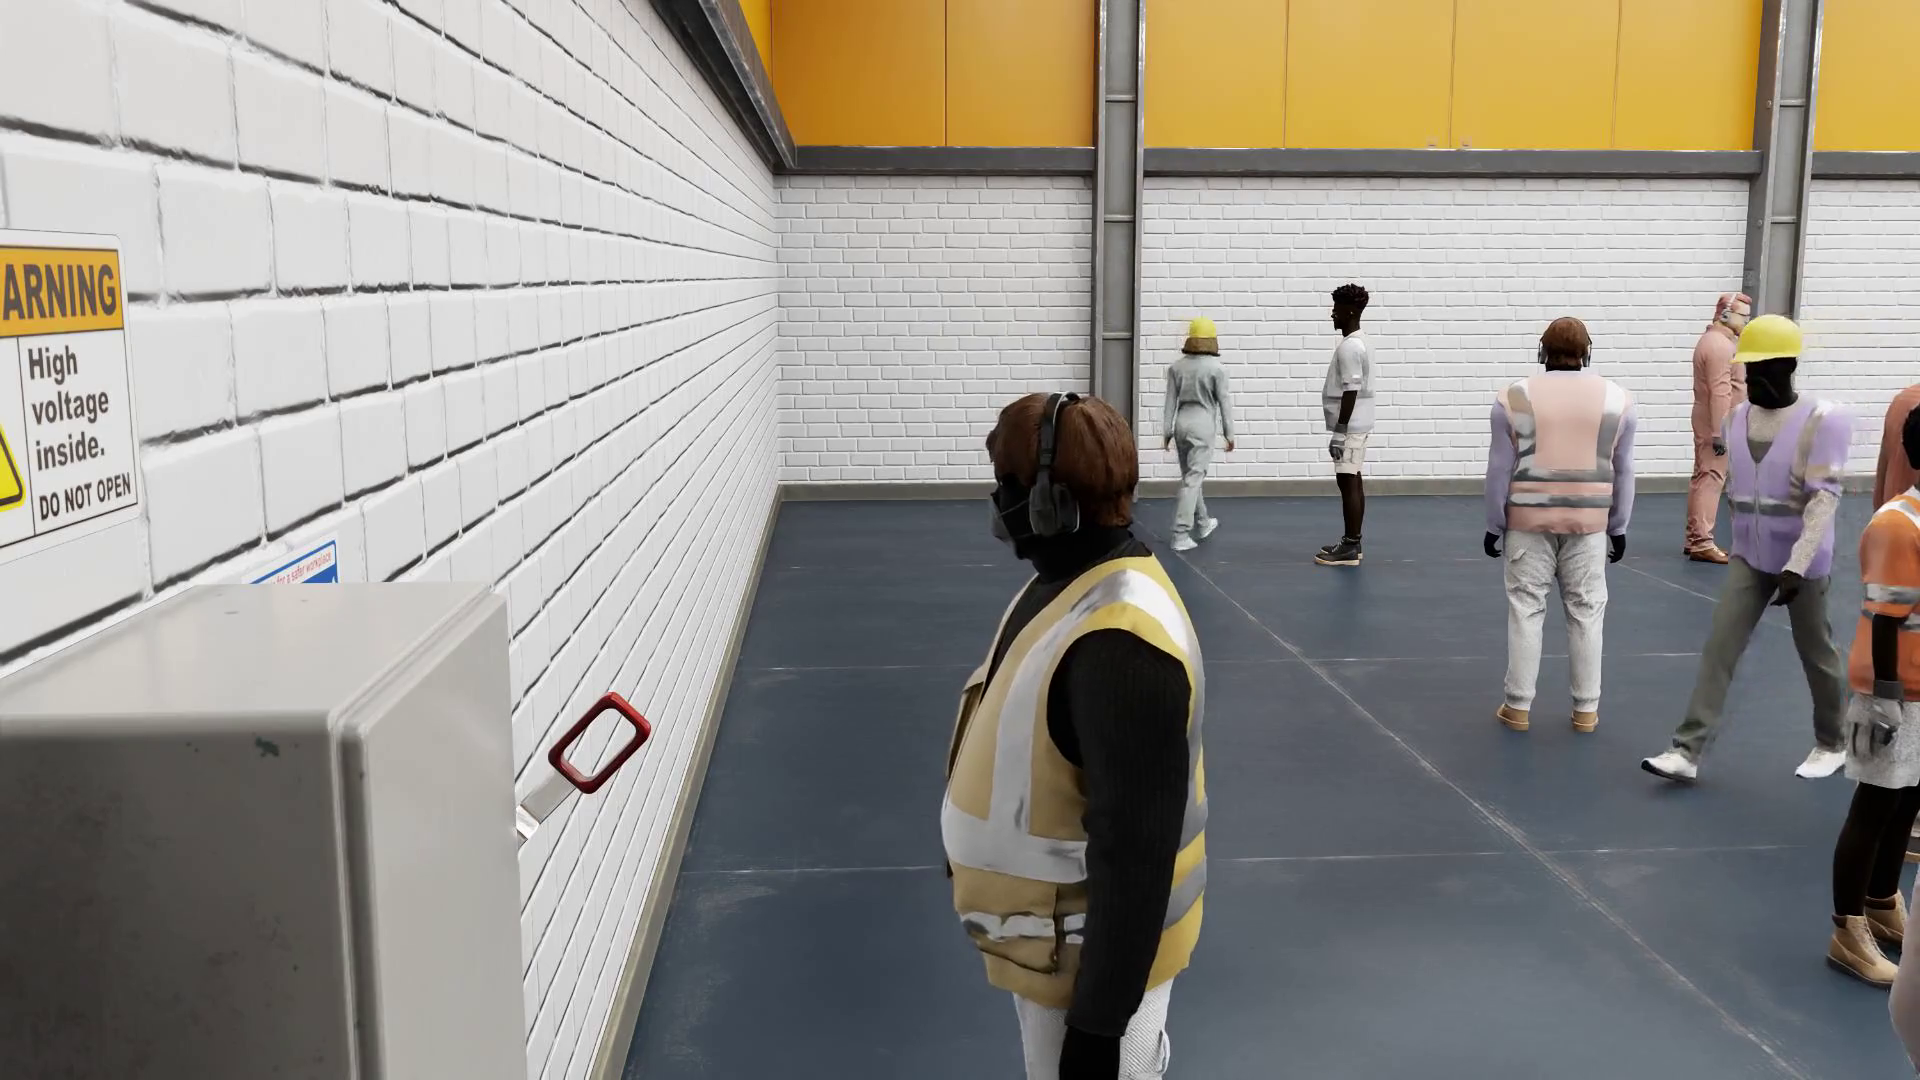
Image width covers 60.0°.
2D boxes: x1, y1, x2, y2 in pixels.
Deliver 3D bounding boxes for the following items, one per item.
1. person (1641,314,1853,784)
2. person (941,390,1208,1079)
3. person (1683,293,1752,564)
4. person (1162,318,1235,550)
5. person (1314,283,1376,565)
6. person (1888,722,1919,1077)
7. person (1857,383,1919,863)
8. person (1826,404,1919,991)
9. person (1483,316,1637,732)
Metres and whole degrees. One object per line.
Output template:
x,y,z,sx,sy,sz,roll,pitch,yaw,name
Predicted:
3.200,0.057,6.553,1.020,1.868,0.595,-5,10,-28,person
0.184,0.673,2.767,0.430,1.841,0.623,-1,9,-4,person
5.383,-0.791,11.772,0.402,1.898,0.652,3,10,18,person
1.813,-0.802,12.459,0.509,1.695,0.881,7,11,38,person
2.714,-0.806,11.655,0.367,1.966,0.607,3,10,21,person
1.979,0.596,3.061,0.402,1.905,0.695,1,9,5,person
3.409,0.118,5.768,0.395,1.990,0.619,0,9,0,person
2.741,0.423,4.772,0.540,1.696,0.317,-7,12,-39,person
2.645,-0.065,7.388,0.634,1.841,0.429,2,9,10,person
